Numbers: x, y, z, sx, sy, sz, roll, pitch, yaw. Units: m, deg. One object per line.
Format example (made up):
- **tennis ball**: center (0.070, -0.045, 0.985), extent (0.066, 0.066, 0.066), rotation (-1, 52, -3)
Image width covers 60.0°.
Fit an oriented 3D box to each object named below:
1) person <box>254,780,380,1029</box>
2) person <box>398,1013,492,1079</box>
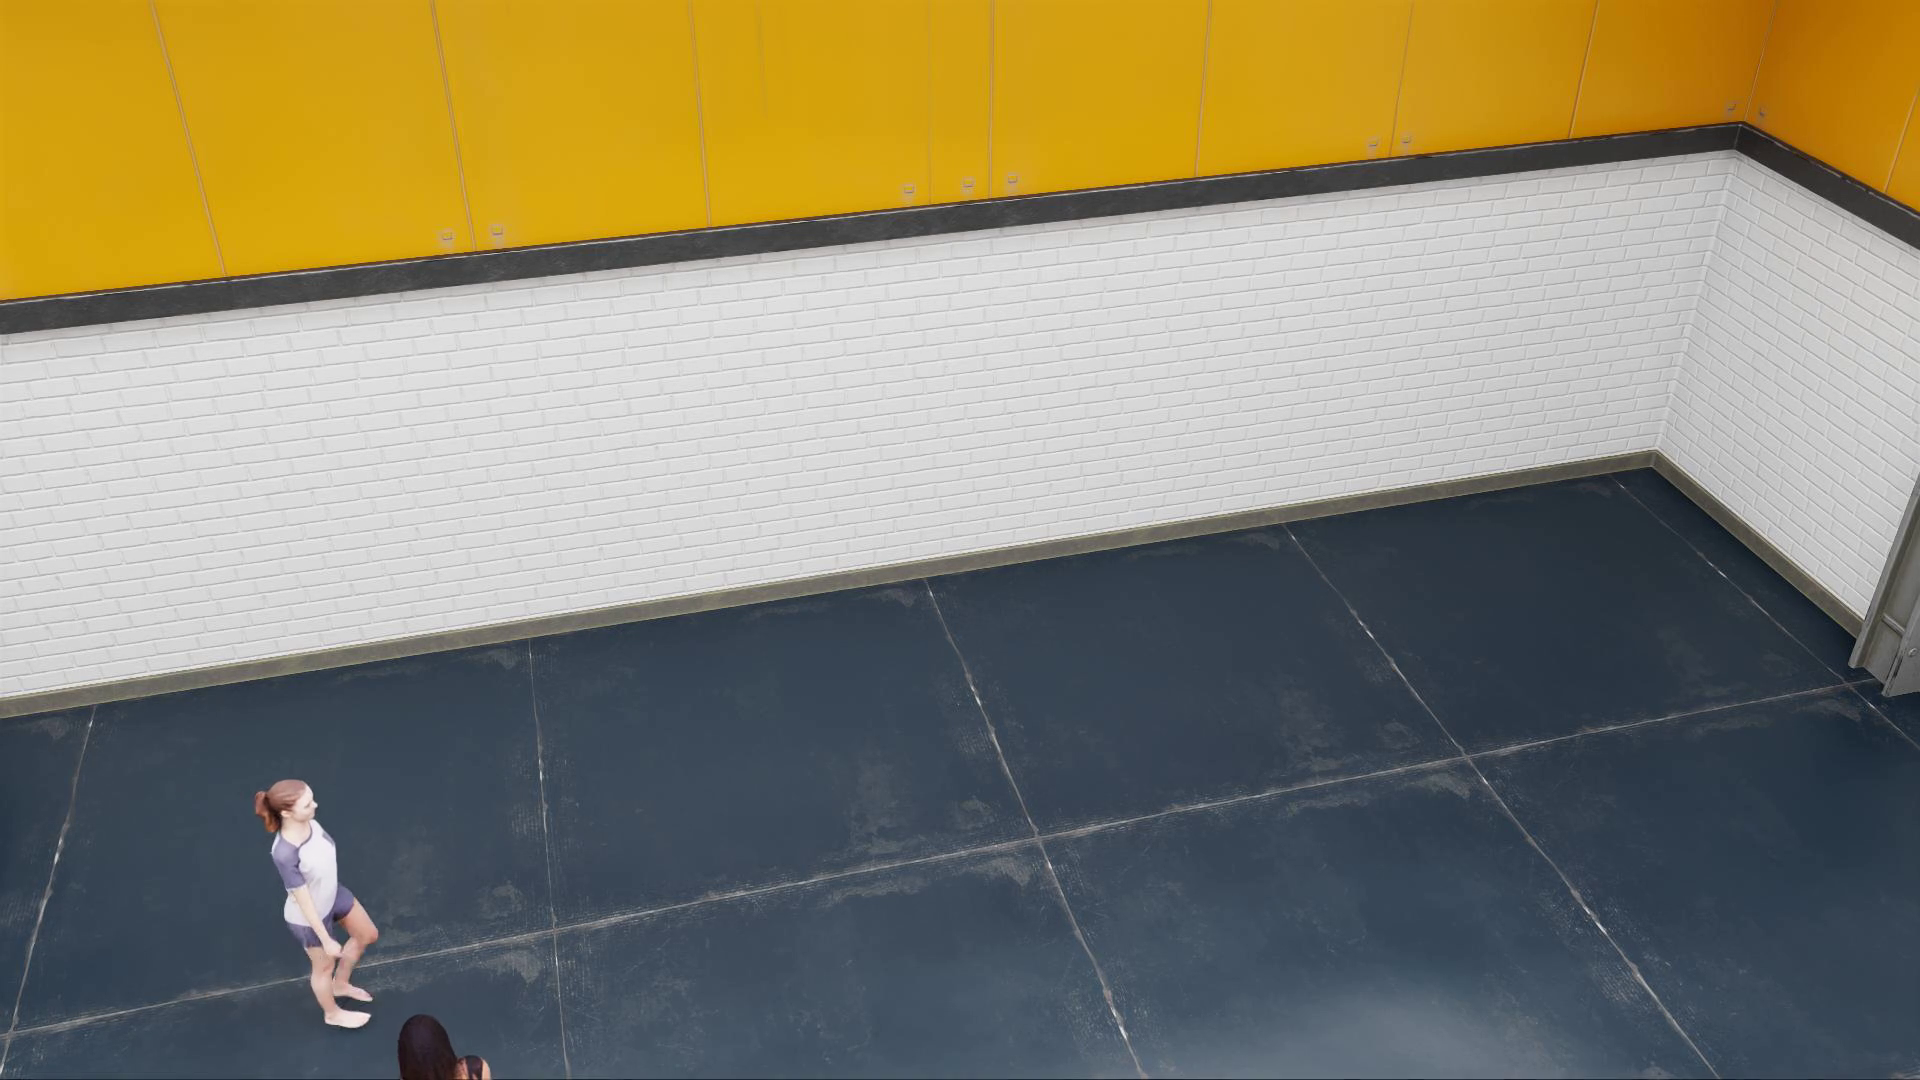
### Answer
- **person**: center (-3.488, 1.950, 8.796), extent (0.702, 1.752, 0.617), rotation (0, 34, 0)
- **person**: center (-2.293, 2.796, 7.555), extent (0.730, 1.717, 0.713), rotation (-21, 39, -28)
